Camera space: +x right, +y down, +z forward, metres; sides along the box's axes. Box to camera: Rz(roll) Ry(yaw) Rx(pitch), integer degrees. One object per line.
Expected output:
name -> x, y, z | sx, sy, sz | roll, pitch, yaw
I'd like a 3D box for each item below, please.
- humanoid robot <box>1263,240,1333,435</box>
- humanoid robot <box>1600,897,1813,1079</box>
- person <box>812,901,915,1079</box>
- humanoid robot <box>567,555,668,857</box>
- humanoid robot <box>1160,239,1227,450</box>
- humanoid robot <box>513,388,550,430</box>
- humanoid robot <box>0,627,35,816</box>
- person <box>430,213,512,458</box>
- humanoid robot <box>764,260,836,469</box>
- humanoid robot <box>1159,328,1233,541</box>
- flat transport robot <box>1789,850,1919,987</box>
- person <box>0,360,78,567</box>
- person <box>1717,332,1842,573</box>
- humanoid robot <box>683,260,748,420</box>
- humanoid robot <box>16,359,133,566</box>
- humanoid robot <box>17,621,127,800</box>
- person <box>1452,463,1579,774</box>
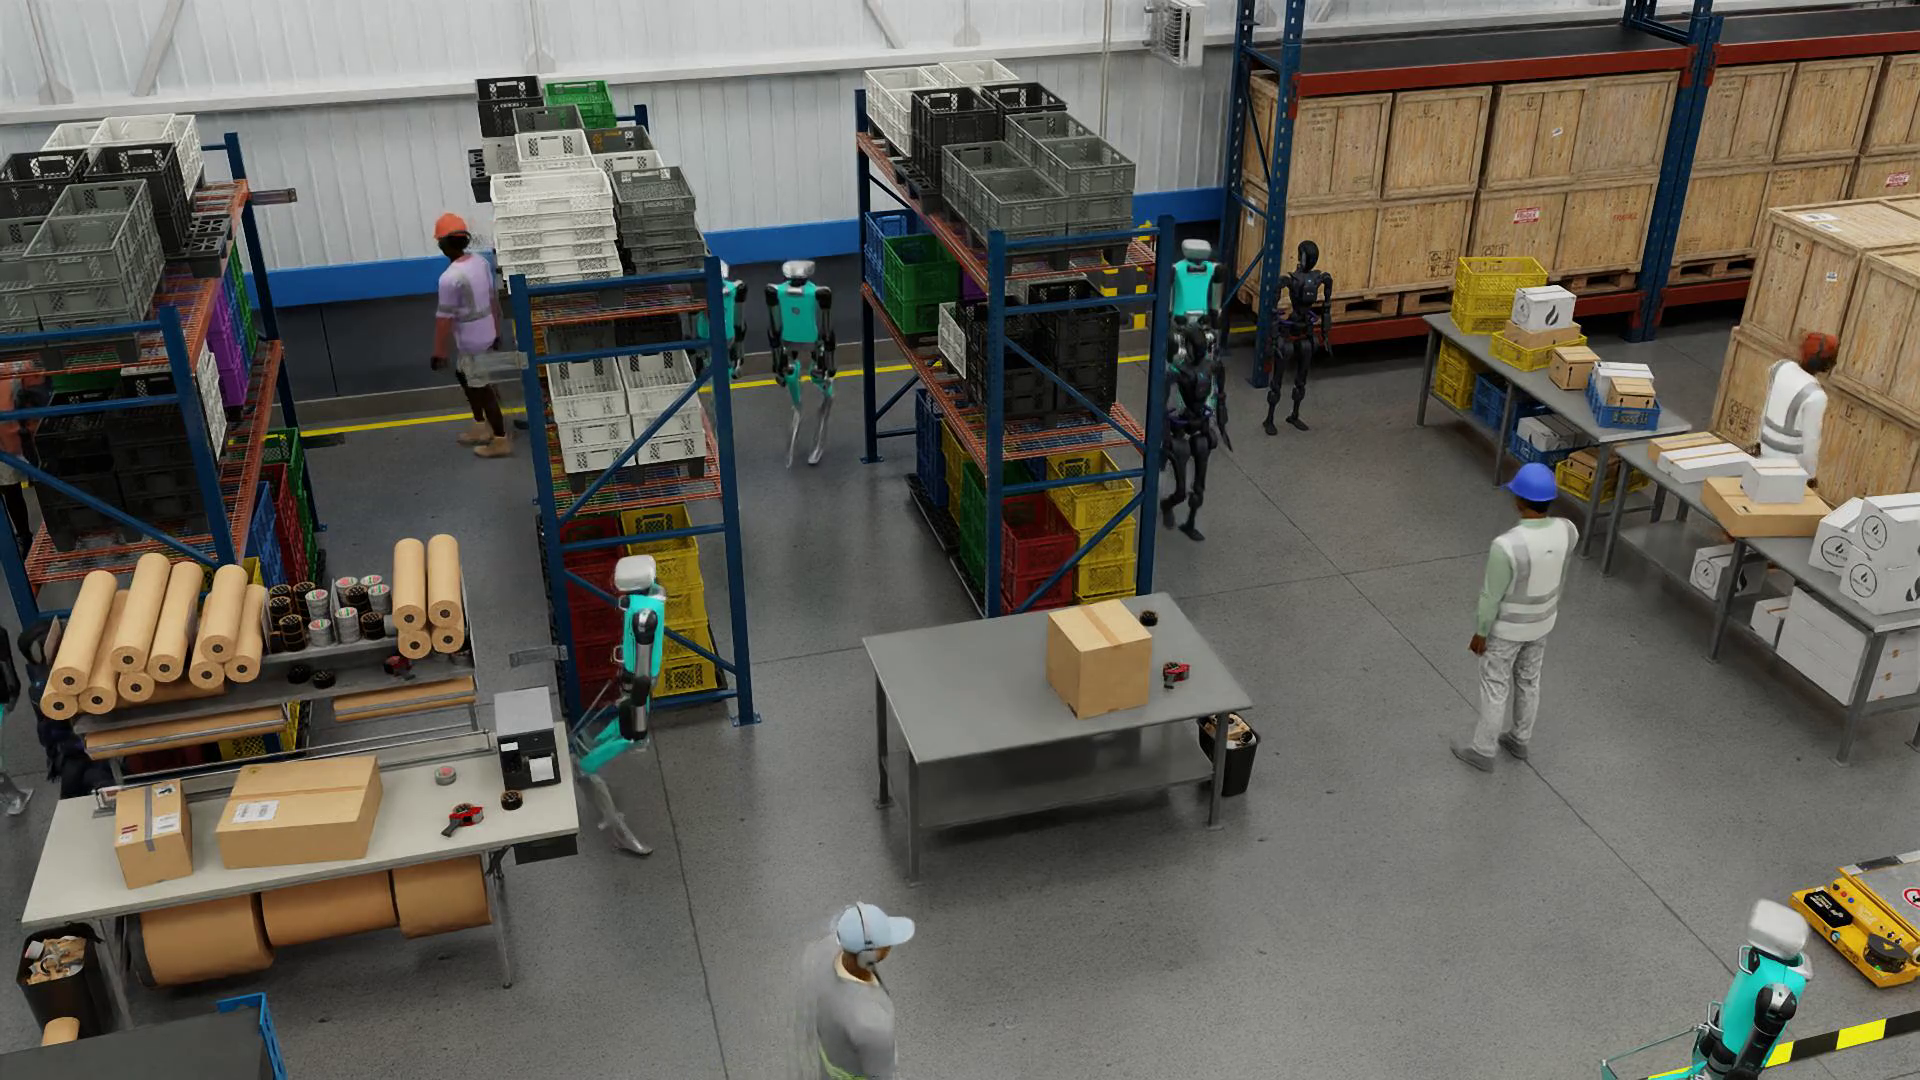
humanoid robot -> 2.792, -1.675, 13.733 | 0.599, 1.656, 0.315 | -8, 30, -14
humanoid robot -> 2.864, 2.103, 6.676 | 0.735, 1.672, 0.533 | 12, 31, 21
person -> -0.416, 2.172, 6.611 | 0.946, 1.810, 0.601 | -10, 30, -17
humanoid robot -> -1.902, 0.918, 8.955 | 0.769, 1.767, 0.546 | -5, 29, -8
humanoid robot -> 1.885, -1.402, 13.305 | 0.539, 1.881, 0.796 | -4, 29, -8
humanoid robot -> -3.375, -1.642, 13.723 | 0.786, 1.616, 0.590 | -4, 29, -7
humanoid robot -> -5.401, 0.956, 8.919 | 0.539, 1.782, 0.944 | -6, 29, -11
person -> -3.973, -1.592, 13.242 | 0.684, 2.014, 0.631 | 4, 29, 7
humanoid robot -> -1.200, -1.414, 13.231 | 0.536, 1.822, 0.668 | 5, 29, 8
humanoid robot -> 1.693, -0.774, 12.107 | 0.601, 1.653, 0.377 | -13, 31, -22
flat transport robot -> 5.163, 1.916, 8.676 | 1.431, 0.231, 0.659 | -8, 30, -14
person -> -6.664, -0.709, 11.690 | 0.612, 1.964, 0.361 | -4, 29, -7
person -> 5.795, -0.608, 11.603 | 0.467, 1.863, 0.609 | -3, 29, -6
humanoid robot -> -2.037, -1.413, 13.264 | 0.535, 1.817, 0.822 | -20, 35, -32
humanoid robot -> -6.290, -0.575, 11.751 | 0.609, 1.643, 0.402 | -13, 31, -22
humanoid robot -> -4.567, 1.154, 8.644 | 0.608, 1.639, 0.502 | 16, 33, 27
person -> 3.201, 0.455, 9.602 | 0.610, 1.940, 0.409 | -14, 32, -24
